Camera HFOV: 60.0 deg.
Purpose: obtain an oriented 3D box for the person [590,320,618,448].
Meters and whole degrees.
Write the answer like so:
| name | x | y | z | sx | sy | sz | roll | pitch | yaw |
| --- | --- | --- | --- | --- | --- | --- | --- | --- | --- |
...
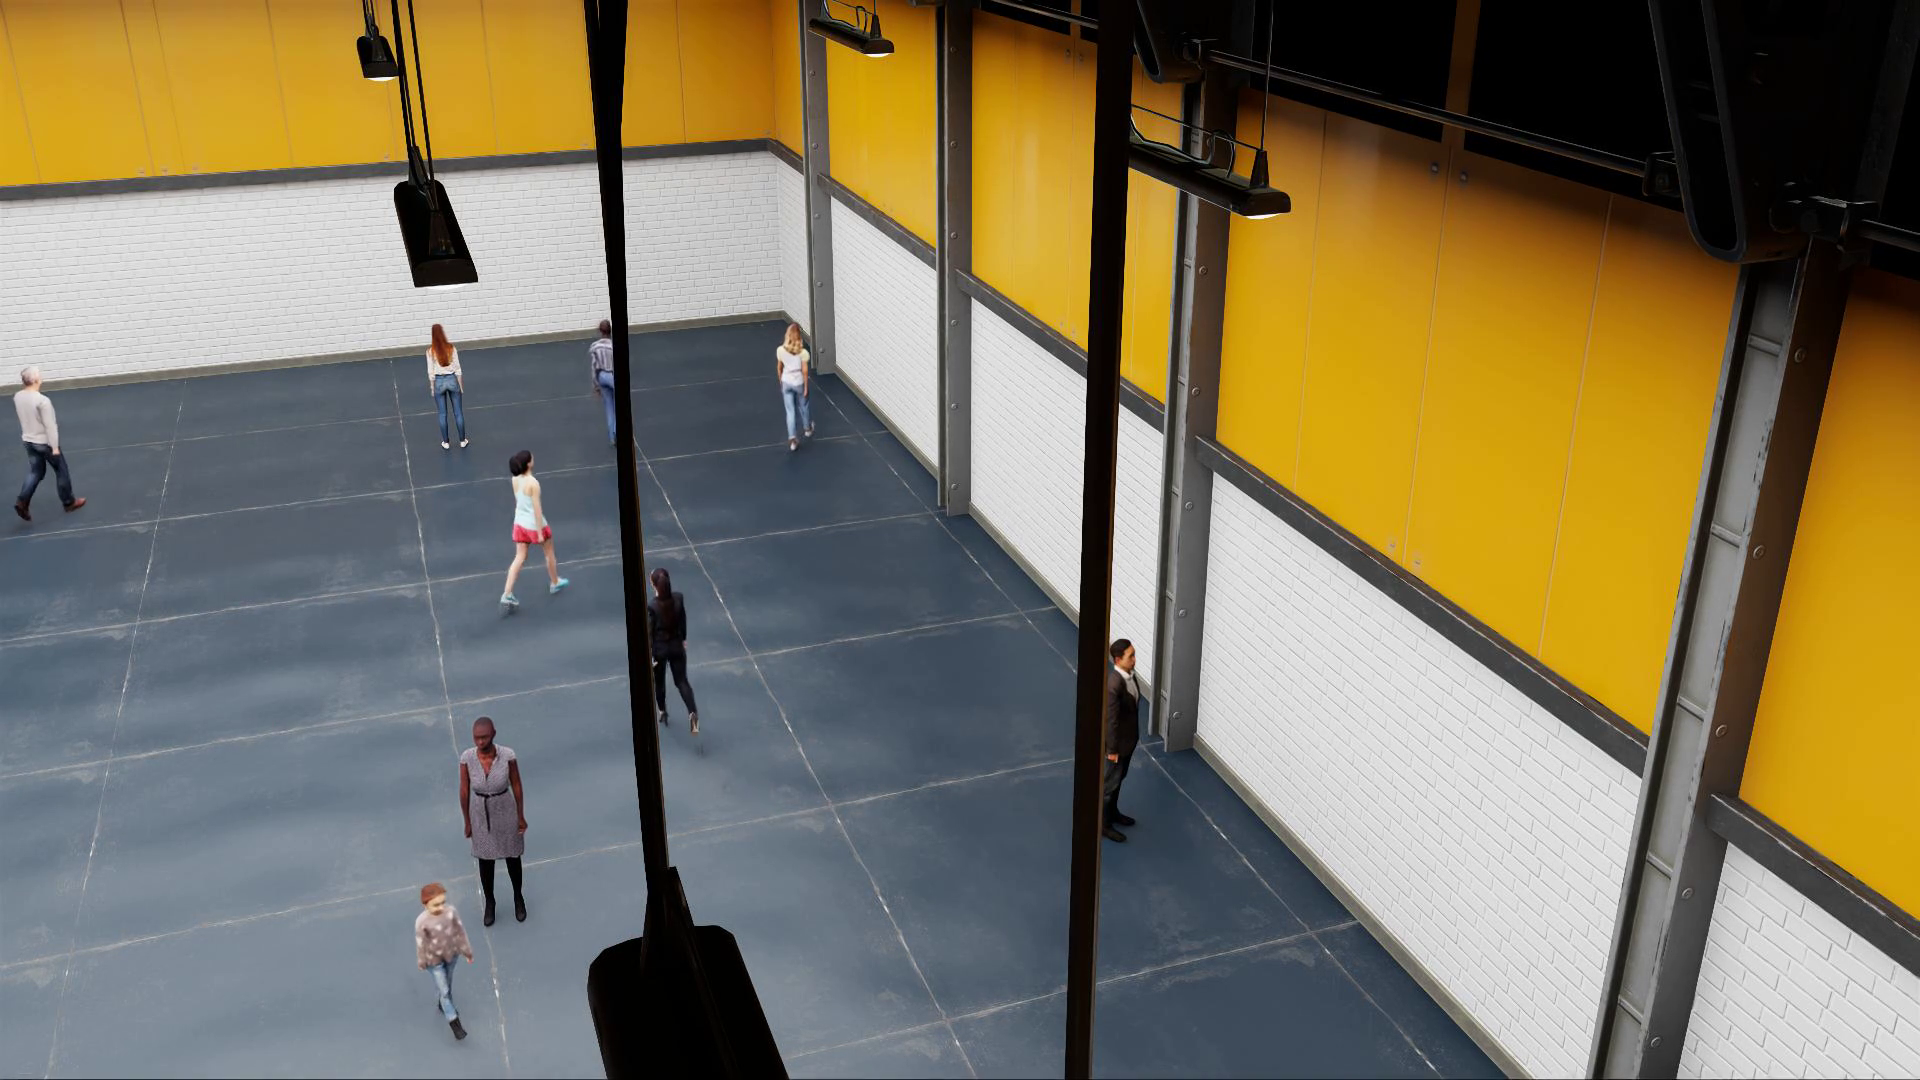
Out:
| name | x | y | z | sx | sy | sz | roll | pitch | yaw |
| --- | --- | --- | --- | --- | --- | --- | --- | --- | --- |
| person | -4.682 | -2.041 | 22.277 | 0.779 | 1.781 | 0.784 | 3 | 24 | 6 |

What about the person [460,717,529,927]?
| name | x | y | z | sx | sy | sz | roll | pitch | yaw |
| --- | --- | --- | --- | --- | --- | --- | --- | --- | --- |
| person | -3.548 | 2.139 | 12.706 | 0.652 | 1.788 | 0.586 | -4 | 24 | -10 |

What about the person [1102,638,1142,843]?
| name | x | y | z | sx | sy | sz | roll | pitch | yaw |
| --- | --- | --- | --- | --- | --- | --- | --- | --- | --- |
| person | 1.316 | 1.629 | 13.853 | 0.806 | 1.804 | 0.727 | 9 | 25 | 20 |

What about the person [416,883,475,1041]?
| name | x | y | z | sx | sy | sz | roll | pitch | yaw |
| --- | --- | --- | --- | --- | --- | --- | --- | --- | --- |
| person | -3.676 | 2.899 | 11.740 | 0.656 | 1.169 | 0.842 | -19 | 30 | -37 |

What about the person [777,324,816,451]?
| name | x | y | z | sx | sy | sz | roll | pitch | yaw |
| --- | --- | --- | --- | --- | --- | --- | --- | --- | --- |
| person | -2.258 | -2.036 | 22.372 | 0.922 | 1.695 | 1.102 | 4 | 24 | 8 |

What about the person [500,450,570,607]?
| name | x | y | z | sx | sy | sz | roll | pitch | yaw |
| --- | --- | --- | --- | --- | --- | --- | --- | --- | --- |
| person | -4.689 | -0.092 | 17.885 | 1.182 | 1.728 | 1.159 | 14 | 27 | 29 |

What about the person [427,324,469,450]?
| name | x | y | z | sx | sy | sz | roll | pitch | yaw |
| --- | --- | --- | --- | --- | --- | --- | --- | --- | --- |
| person | -6.926 | -2.081 | 22.434 | 0.583 | 1.729 | 0.500 | -7 | 25 | -16 |

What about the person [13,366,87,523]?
| name | x | y | z | sx | sy | sz | roll | pitch | yaw |
| --- | --- | --- | --- | --- | --- | --- | --- | --- | --- |
| person | -11.153 | -1.134 | 20.071 | 1.165 | 1.886 | 1.262 | 9 | 25 | 20 |

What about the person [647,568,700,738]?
| name | x | y | z | sx | sy | sz | roll | pitch | yaw |
| --- | --- | --- | --- | --- | --- | --- | --- | --- | --- |
| person | -2.642 | 1.060 | 15.298 | 0.738 | 1.689 | 1.076 | -15 | 28 | -31 |
